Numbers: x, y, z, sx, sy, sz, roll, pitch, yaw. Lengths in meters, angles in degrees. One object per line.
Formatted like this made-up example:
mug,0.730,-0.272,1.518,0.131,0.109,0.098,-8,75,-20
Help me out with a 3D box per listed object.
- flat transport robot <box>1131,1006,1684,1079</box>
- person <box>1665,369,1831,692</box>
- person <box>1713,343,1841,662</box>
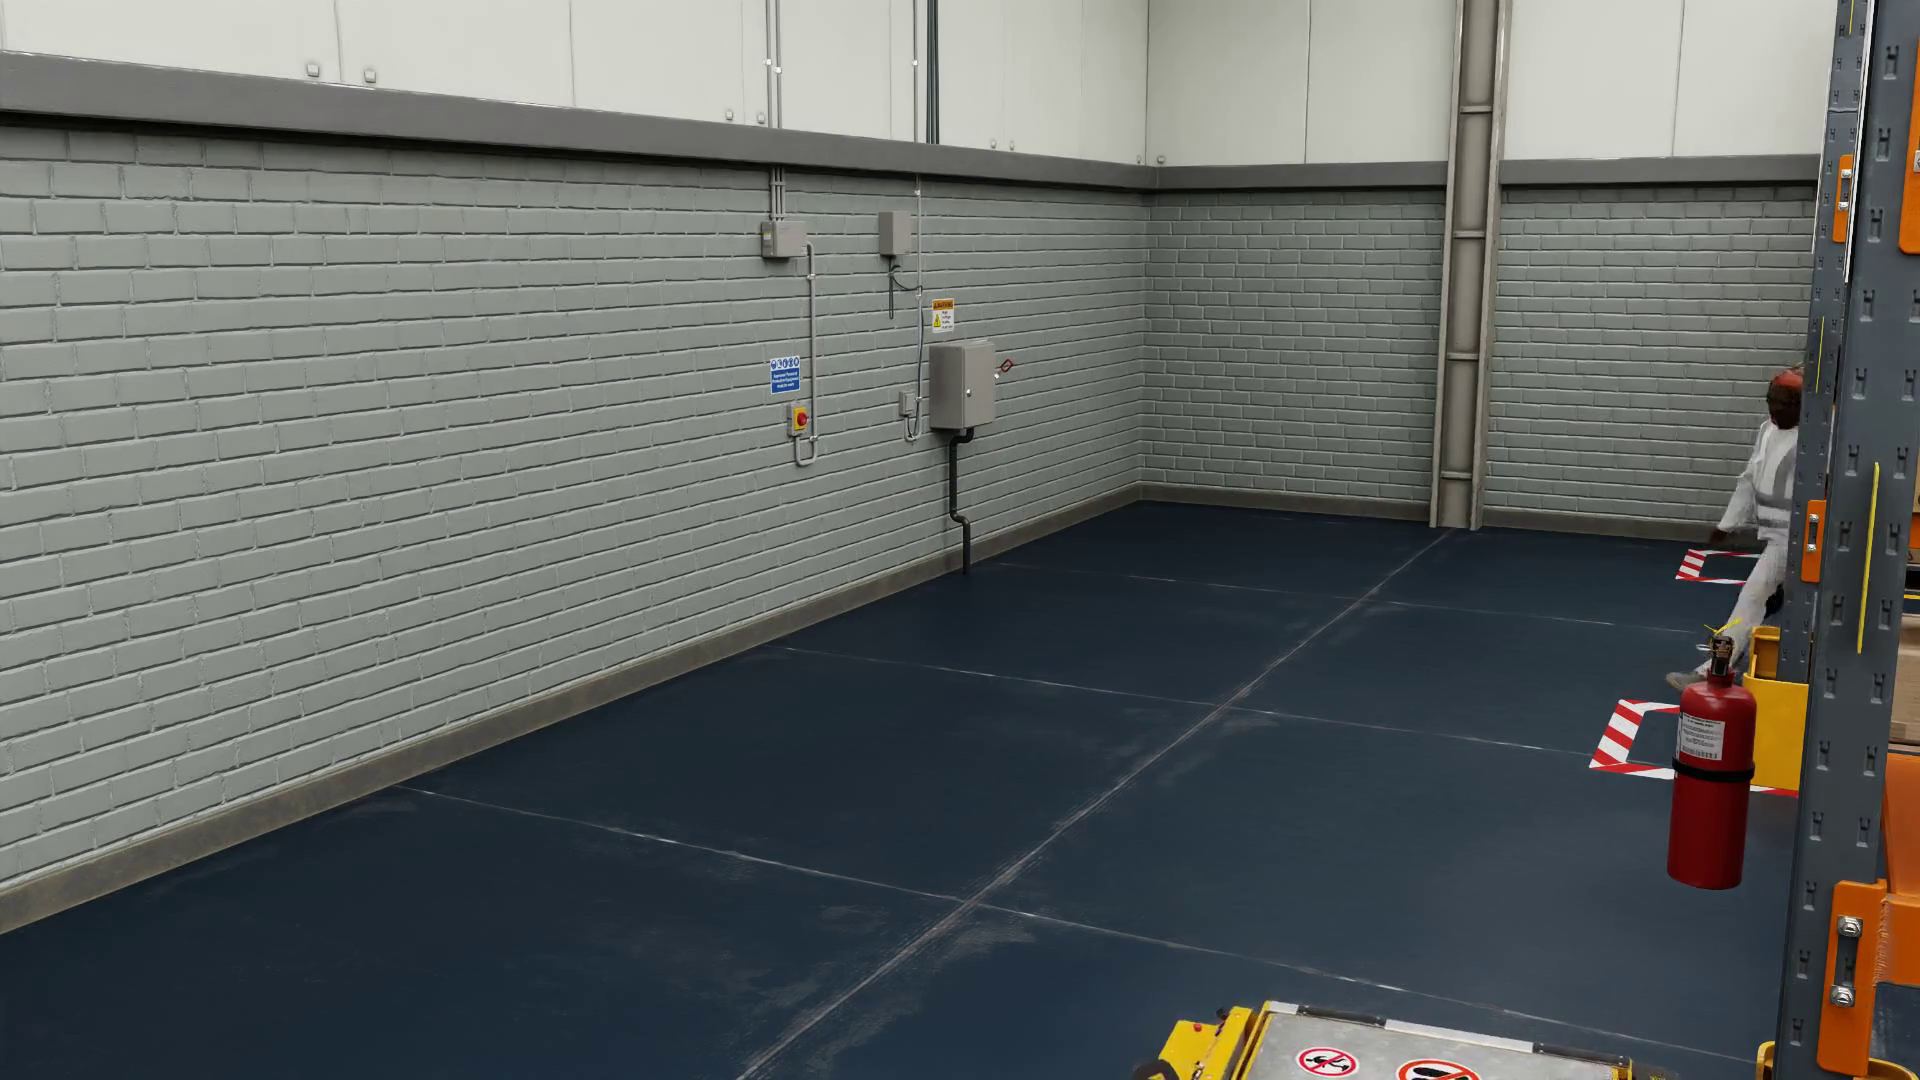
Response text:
flat transport robot,1.227,1.560,4.569,1.431,0.197,0.652,4,11,20
person,4.413,-0.015,8.960,1.010,1.819,0.599,1,10,7
person,4.781,-0.180,9.547,0.765,1.931,0.679,2,11,10
